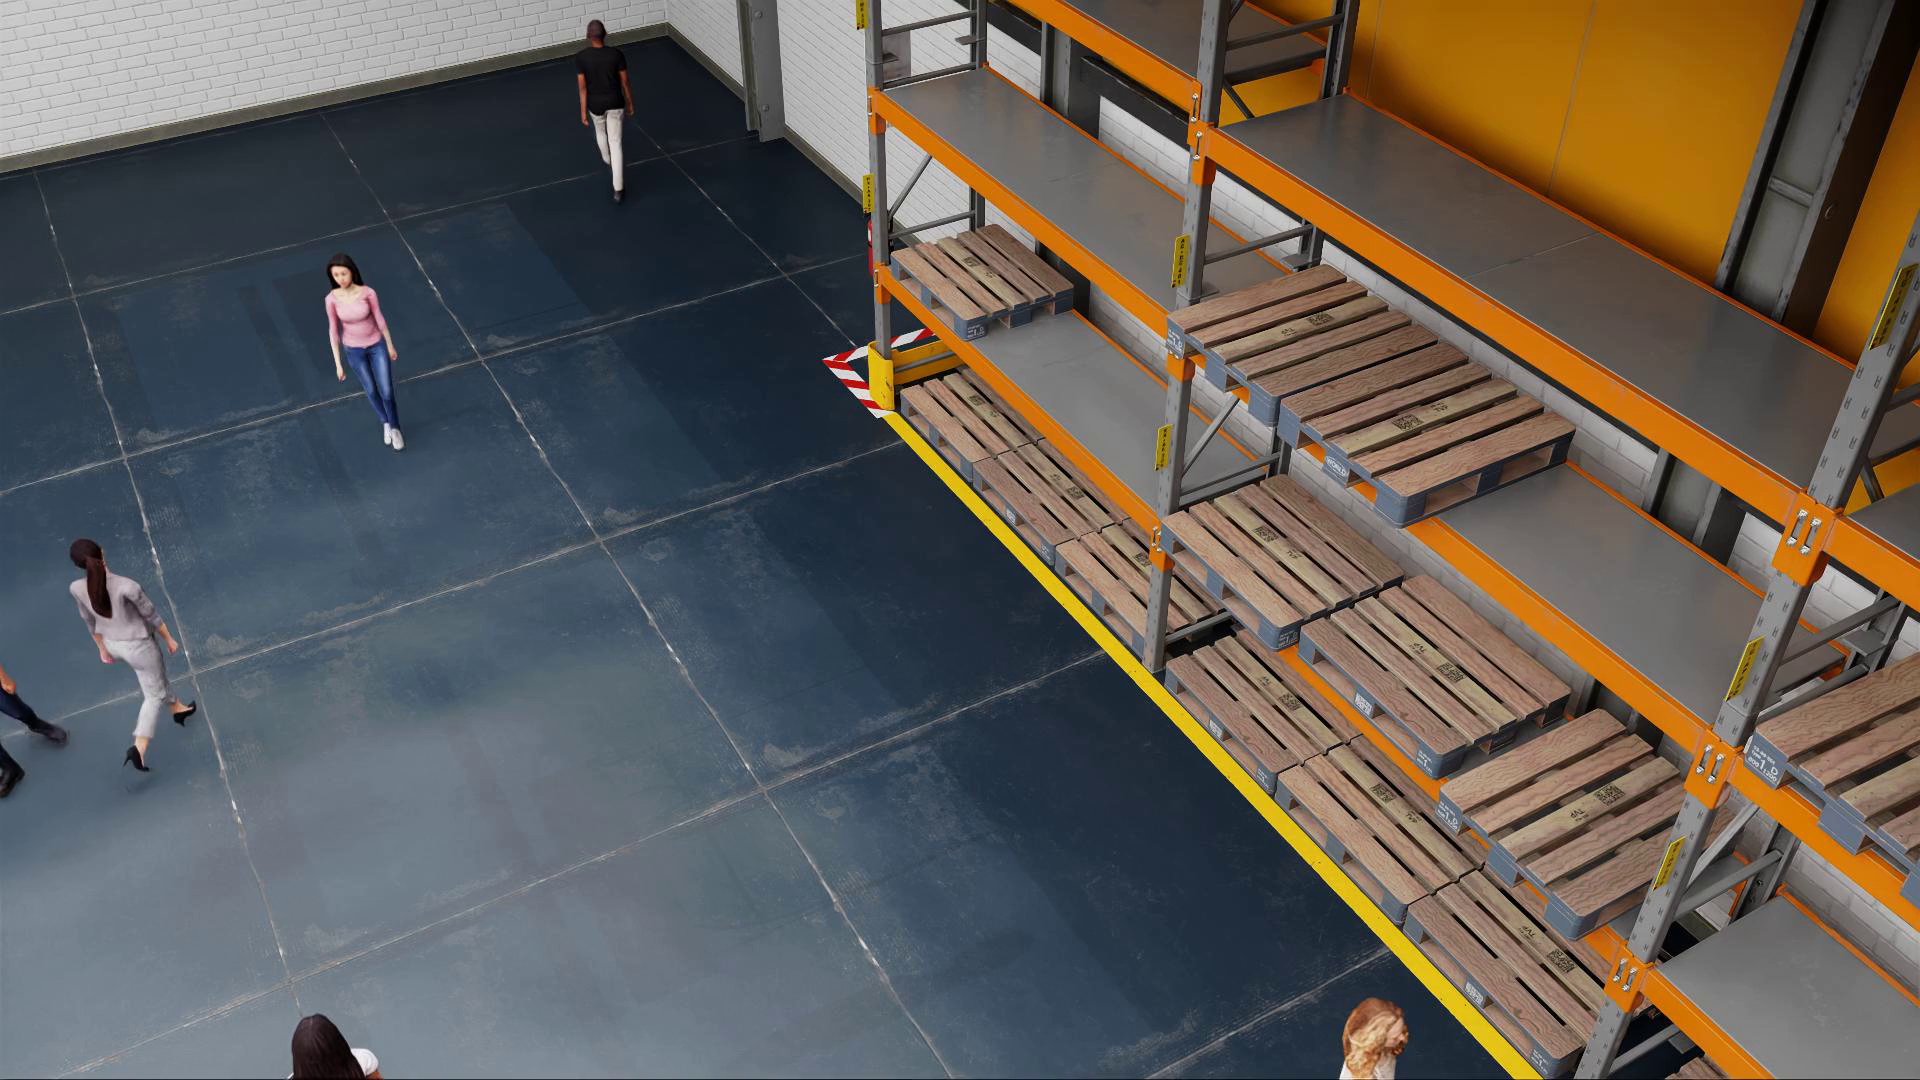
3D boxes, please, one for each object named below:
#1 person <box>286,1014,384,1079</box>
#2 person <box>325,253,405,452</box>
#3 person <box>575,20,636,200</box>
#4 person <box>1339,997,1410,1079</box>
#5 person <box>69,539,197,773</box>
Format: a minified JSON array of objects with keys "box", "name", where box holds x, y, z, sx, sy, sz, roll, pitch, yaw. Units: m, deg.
[{"box":[-2.858,2.827,7.867,0.596,1.775,0.509,-22,43,-25],"name":"person"},{"box":[-4.783,-1.570,13.407,0.711,1.733,0.734,-9,39,-11],"name":"person"},{"box":[-3.568,-4.309,16.819,0.982,1.754,1.293,-6,39,-7],"name":"person"},{"box":[1.880,2.767,7.955,0.697,1.759,0.652,13,40,16],"name":"person"},{"box":[-5.293,0.752,10.574,1.014,1.640,1.111,9,39,11],"name":"person"}]
